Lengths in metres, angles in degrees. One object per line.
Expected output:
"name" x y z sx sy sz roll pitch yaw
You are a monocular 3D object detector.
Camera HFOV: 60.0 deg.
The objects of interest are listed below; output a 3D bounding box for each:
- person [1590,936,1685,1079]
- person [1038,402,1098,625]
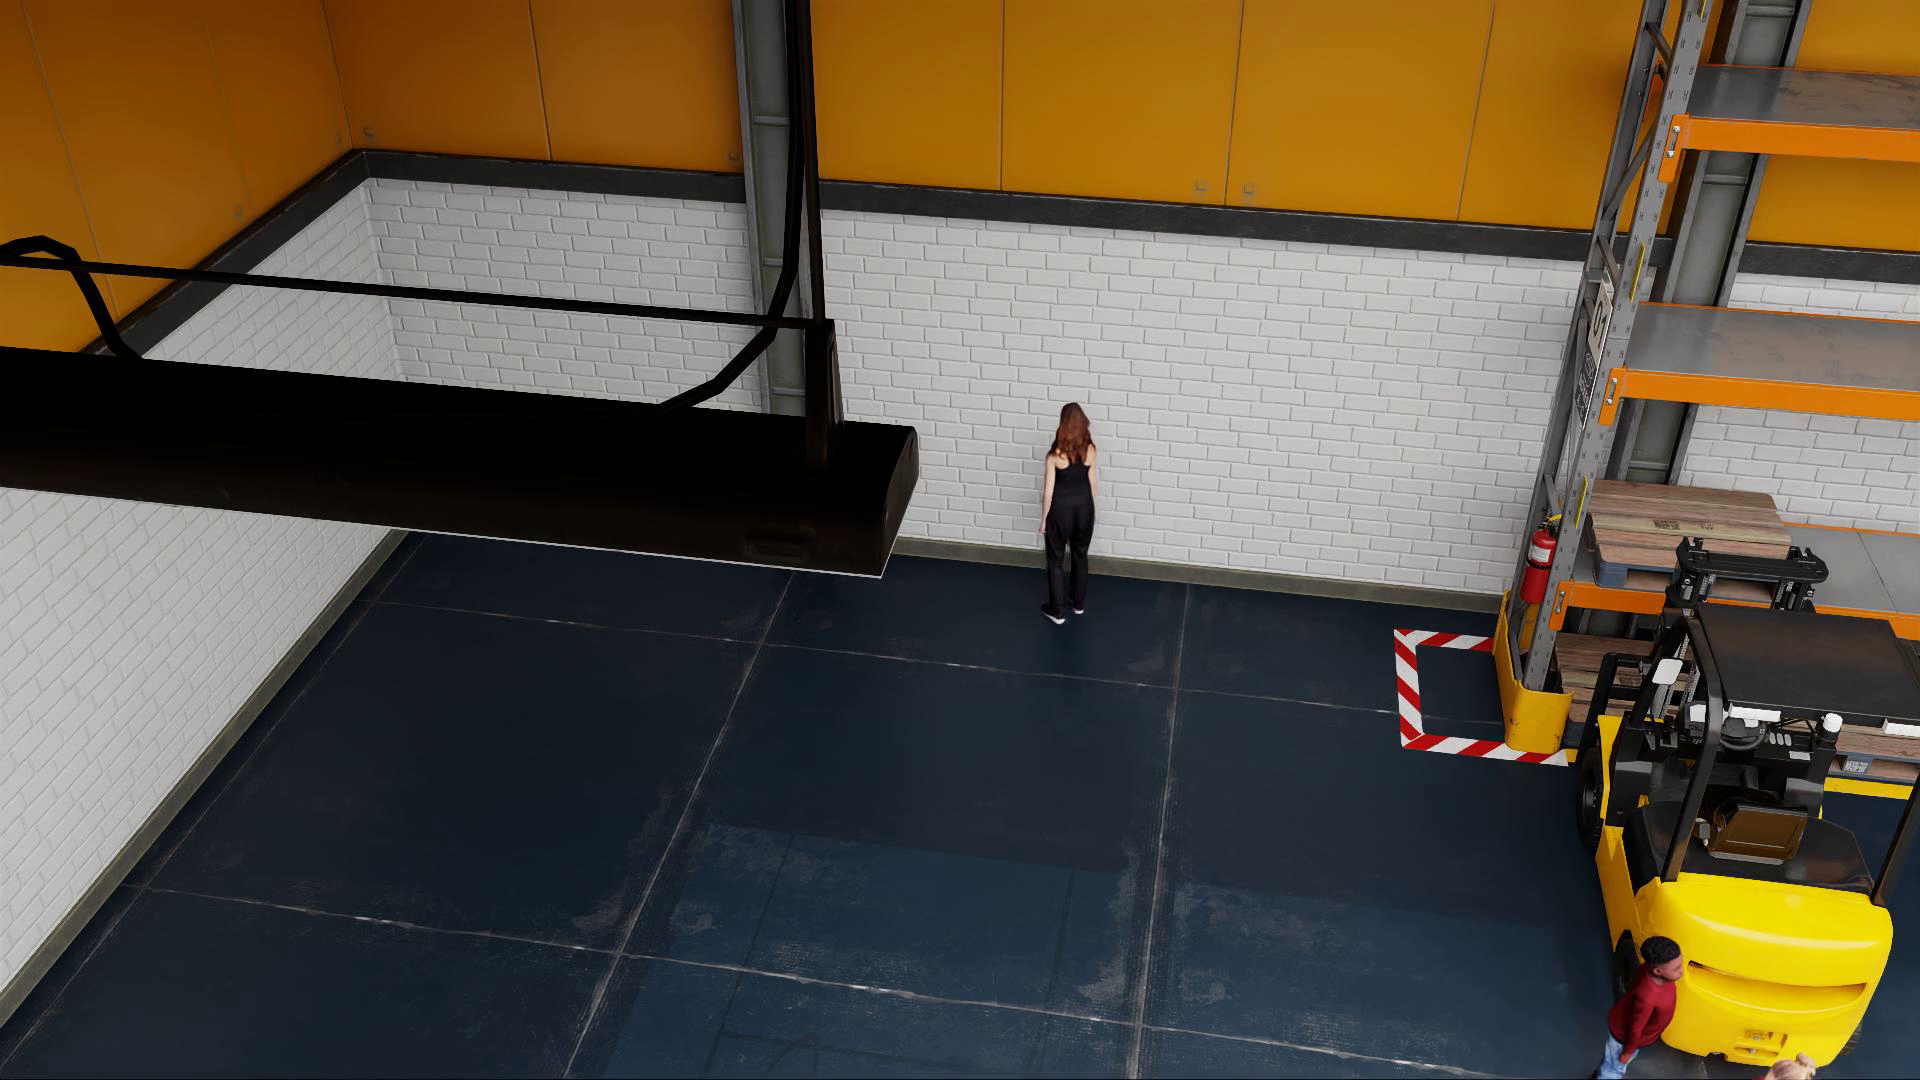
"person" 3.368 2.438 8.380 0.574 1.246 0.560 16 37 23
"person" 0.797 -0.183 11.870 0.653 1.746 0.749 -10 35 -15
